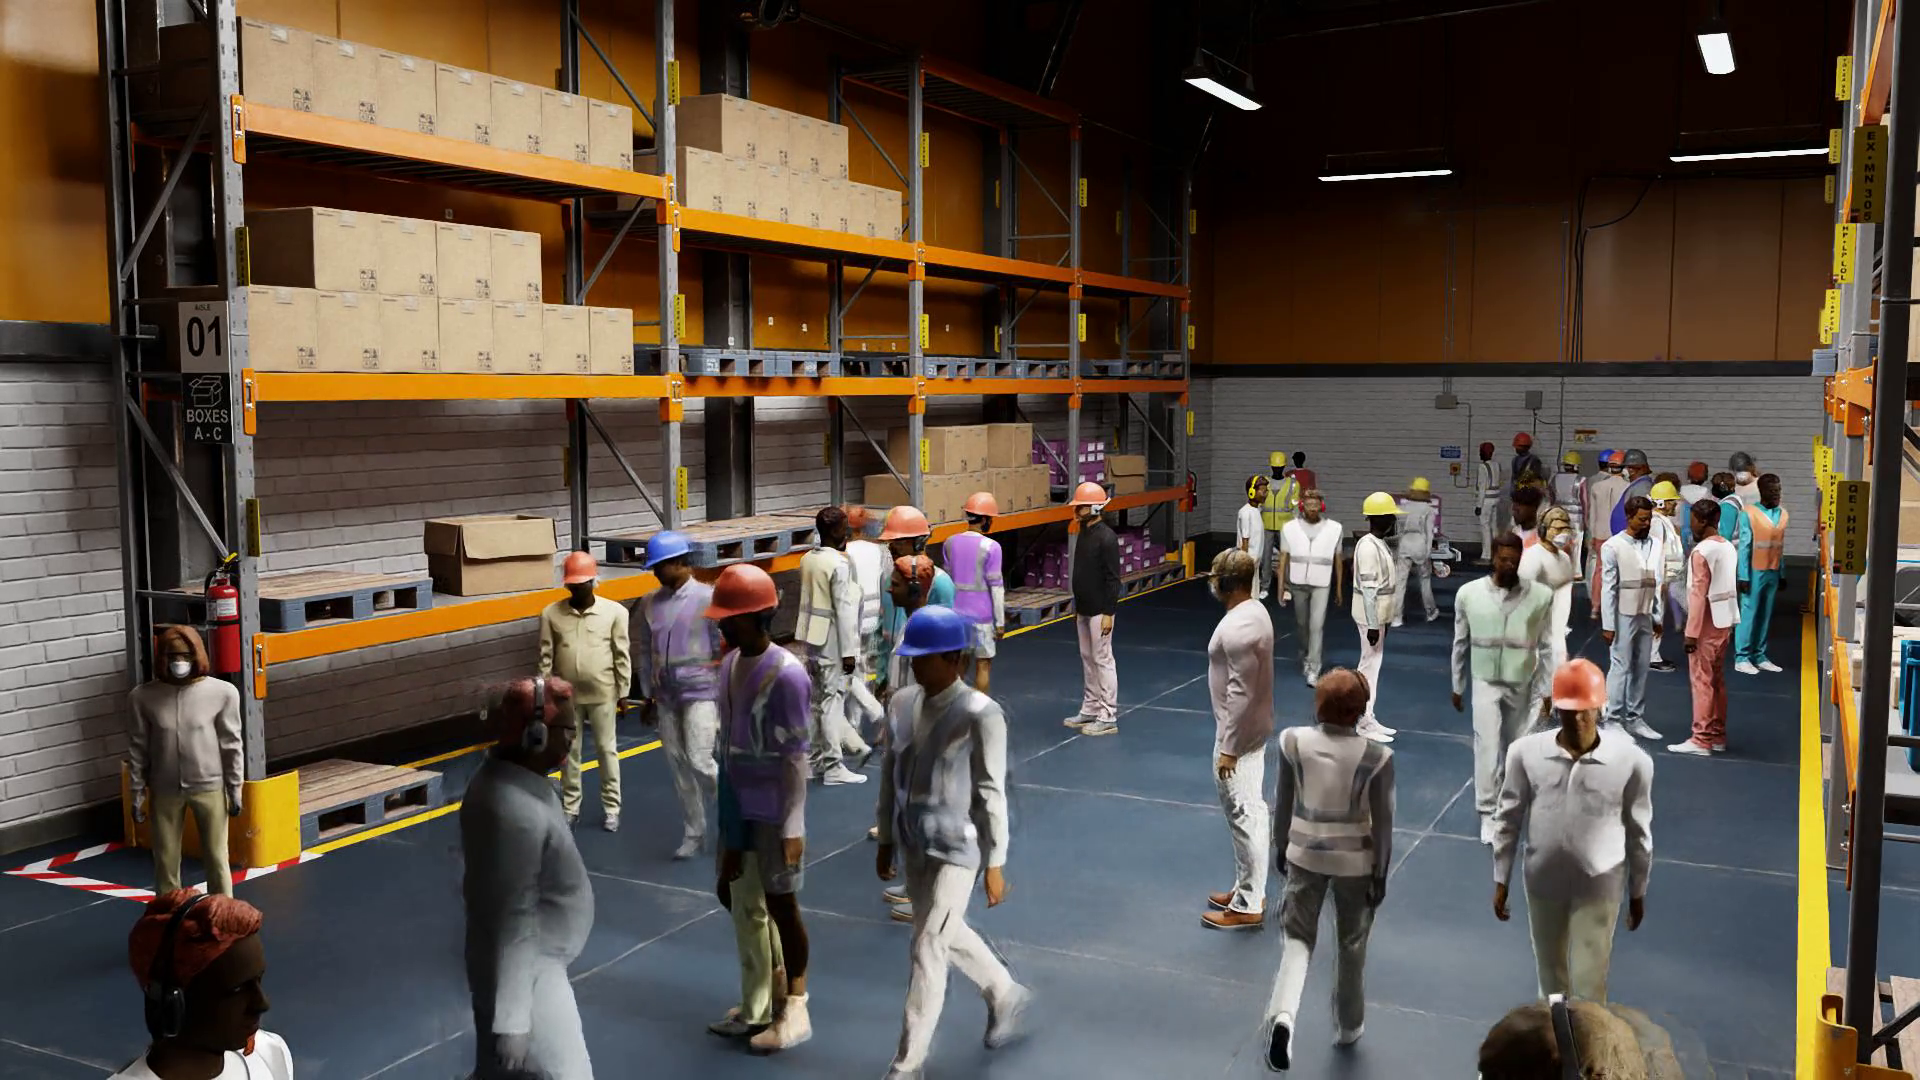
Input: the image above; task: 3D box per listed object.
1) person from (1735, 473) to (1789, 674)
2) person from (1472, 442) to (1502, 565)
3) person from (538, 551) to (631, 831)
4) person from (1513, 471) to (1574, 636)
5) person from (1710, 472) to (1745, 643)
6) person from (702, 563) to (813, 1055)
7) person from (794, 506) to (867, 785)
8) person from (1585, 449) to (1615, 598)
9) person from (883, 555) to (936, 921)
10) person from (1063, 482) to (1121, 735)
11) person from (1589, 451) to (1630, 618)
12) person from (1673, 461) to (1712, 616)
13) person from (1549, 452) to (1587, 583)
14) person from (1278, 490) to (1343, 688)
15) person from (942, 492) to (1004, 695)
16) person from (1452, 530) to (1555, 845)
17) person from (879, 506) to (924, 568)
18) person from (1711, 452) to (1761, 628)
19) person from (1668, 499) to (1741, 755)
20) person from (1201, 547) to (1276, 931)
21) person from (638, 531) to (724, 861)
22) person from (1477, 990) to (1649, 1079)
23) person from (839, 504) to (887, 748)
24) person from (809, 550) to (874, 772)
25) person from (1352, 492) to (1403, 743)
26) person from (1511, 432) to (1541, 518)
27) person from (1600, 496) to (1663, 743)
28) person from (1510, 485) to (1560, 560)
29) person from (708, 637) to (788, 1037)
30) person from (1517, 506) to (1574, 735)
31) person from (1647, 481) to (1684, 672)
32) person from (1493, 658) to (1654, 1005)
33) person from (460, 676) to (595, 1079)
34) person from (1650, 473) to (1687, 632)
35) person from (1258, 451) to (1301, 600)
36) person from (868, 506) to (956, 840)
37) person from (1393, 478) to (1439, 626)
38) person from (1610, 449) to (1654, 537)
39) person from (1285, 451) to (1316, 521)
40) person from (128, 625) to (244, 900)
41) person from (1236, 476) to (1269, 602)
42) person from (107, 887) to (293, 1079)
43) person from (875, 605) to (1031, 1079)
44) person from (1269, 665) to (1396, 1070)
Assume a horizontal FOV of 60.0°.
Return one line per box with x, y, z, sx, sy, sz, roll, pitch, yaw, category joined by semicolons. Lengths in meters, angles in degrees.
7.668;0.316;15.923;0.590;1.918;0.386;-3;6;-25;person
8.078;-0.555;25.483;0.578;1.882;0.346;-5;7;-45;person
-2.316;0.933;10.243;0.569;1.741;0.360;0;5;-1;person
6.302;0.167;18.064;0.508;1.810;0.948;-4;7;-37;person
8.171;0.188;17.804;0.429;1.831;0.636;3;6;27;person
-0.835;1.102;6.902;0.465;2.032;0.616;-4;7;-37;person
-0.925;0.727;11.514;0.398;1.918;0.589;-3;6;-32;person
8.221;-0.187;21.253;0.416;1.939;0.604;-1;5;-11;person
-0.213;1.014;8.614;0.357;1.881;0.574;-1;5;-7;person
1.041;0.537;13.136;0.397;1.992;0.623;-2;6;-20;person
7.683;-0.047;19.501;0.408;1.984;0.615;-5;7;-44;person
8.542;0.020;19.342;0.619;1.874;0.416;5;7;41;person
8.500;-0.314;23.158;0.403;1.833;0.590;-4;7;-40;person
3.242;0.427;15.401;0.581;1.799;0.992;1;6;16;person
0.124;0.584;13.066;0.550;1.923;0.390;4;7;36;person
3.348;0.863;10.281;0.592;1.888;0.909;1;5;10;person
-0.547;0.578;14.130;0.492;1.726;0.526;2;6;23;person
8.806;-0.006;18.739;0.727;2.000;0.566;4;7;37;person
5.591;0.650;12.410;0.402;1.909;0.599;5;7;44;person
1.419;1.002;8.446;0.349;1.935;0.635;2;6;17;person
-1.594;0.898;9.677;0.611;1.914;0.448;3;6;27;person
0.963;1.586;2.403;0.998;1.879;0.653;4;7;37;person
-0.752;0.659;12.570;0.710;1.866;0.591;5;7;41;person
-0.844;0.857;11.620;0.704;1.624;0.592;4;7;38;person
3.226;0.592;12.895;0.359;1.930;0.590;2;6;19;person
8.741;-0.654;25.831;0.445;2.031;0.607;-2;6;-21;person
5.189;0.606;12.886;0.599;1.909;0.398;-3;6;-29;person
4.679;0.519;13.617;0.481;1.949;0.605;-2;6;-16;person
-0.892;1.225;7.102;0.348;1.740;0.574;1;5;13;person
4.004;0.729;11.395;0.375;1.936;0.628;4;7;40;person
6.756;0.348;16.037;0.403;1.833;0.590;2;6;21;person
2.383;1.301;6.475;0.567;1.720;0.871;3;6;31;person
-1.434;1.344;5.128;0.844;1.874;0.687;-2;6;-20;person
7.751;0.161;18.252;0.542;1.787;0.970;5;7;44;person
4.055;-0.178;21.294;0.583;1.917;0.404;2;6;21;person
-0.305;0.815;9.898;0.379;2.041;0.616;-5;7;-44;person
5.235;0.133;19.108;0.498;1.690;0.927;4;6;34;person
7.819;-0.060;19.326;0.536;2.000;0.684;2;6;24;person
5.451;-0.574;26.710;0.533;1.692;0.319;-1;5;-14;person
-3.671;1.208;7.908;0.504;1.628;0.282;-2;6;-16;person
2.941;0.281;16.669;0.344;1.856;0.525;2;6;21;person
-1.354;1.545;2.961;0.351;1.878;0.569;1;5;14;person
-0.040;1.188;6.609;0.946;1.913;0.625;-5;7;-43;person
1.484;1.320;6.727;0.521;1.614;0.703;3;6;27;person
